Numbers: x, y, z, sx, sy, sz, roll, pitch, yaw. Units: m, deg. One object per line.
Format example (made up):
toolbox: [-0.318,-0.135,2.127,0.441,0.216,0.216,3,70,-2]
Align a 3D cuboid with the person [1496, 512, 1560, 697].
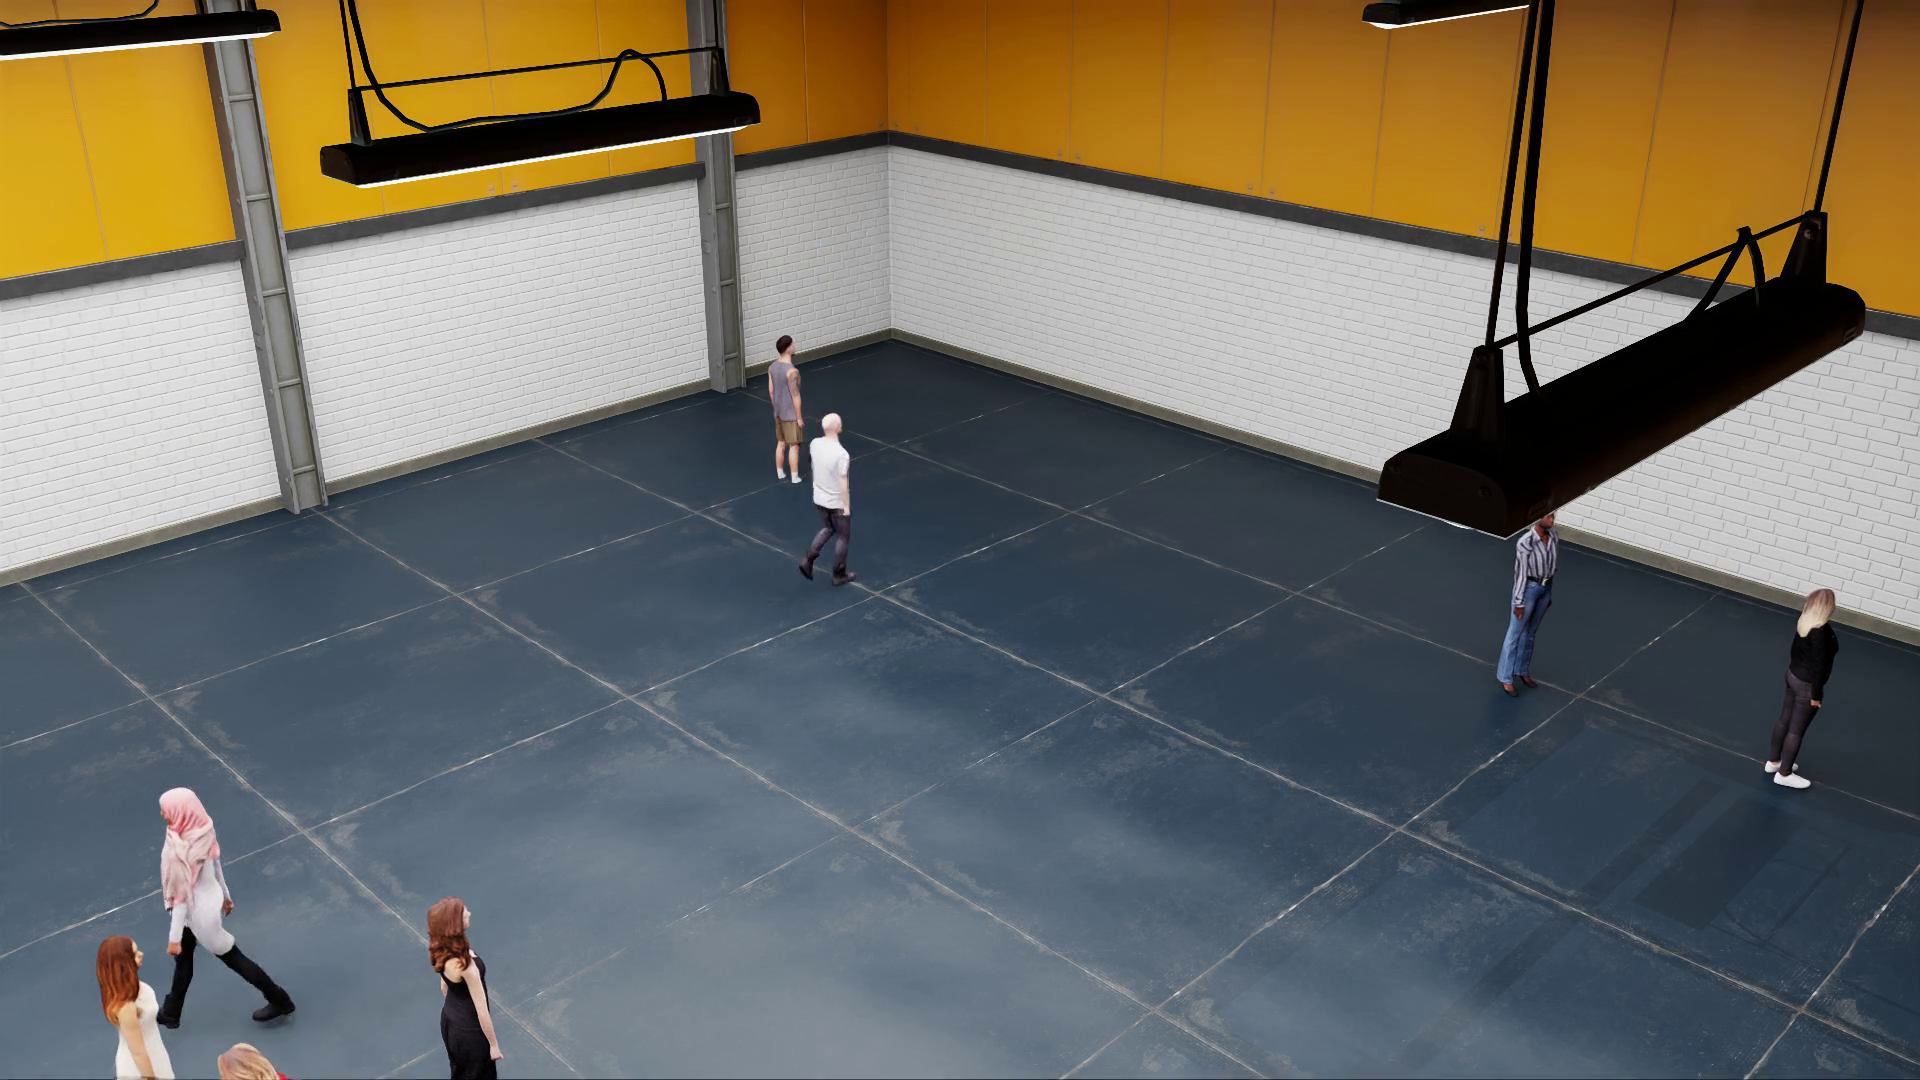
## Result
person: [5.004,0.491,14.582,0.539,1.795,0.733,-15,28,-31]

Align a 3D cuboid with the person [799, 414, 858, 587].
person: [-1.346,-0.363,16.513,0.849,1.814,0.670,-21,31,-39]

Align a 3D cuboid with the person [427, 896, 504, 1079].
person: [-2.811,2.767,9.433,0.574,1.748,0.516,21,31,39]

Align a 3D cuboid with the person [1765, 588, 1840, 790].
person: [6.691,1.154,13.204,0.753,1.684,0.671,2,24,5]

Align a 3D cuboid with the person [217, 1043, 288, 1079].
person: [-3.385,3.251,8.408,0.809,1.683,0.747,1,24,2]

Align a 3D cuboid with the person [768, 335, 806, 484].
person: [-2.007,-1.483,19.303,0.629,1.846,0.568,20,31,39]

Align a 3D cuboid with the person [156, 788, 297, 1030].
person: [-4.629,2.350,10.390,1.282,1.747,1.112,-4,24,-9]

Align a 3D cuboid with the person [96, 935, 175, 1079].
person: [-4.531,2.900,9.177,0.636,1.710,0.641,-12,26,-25]
